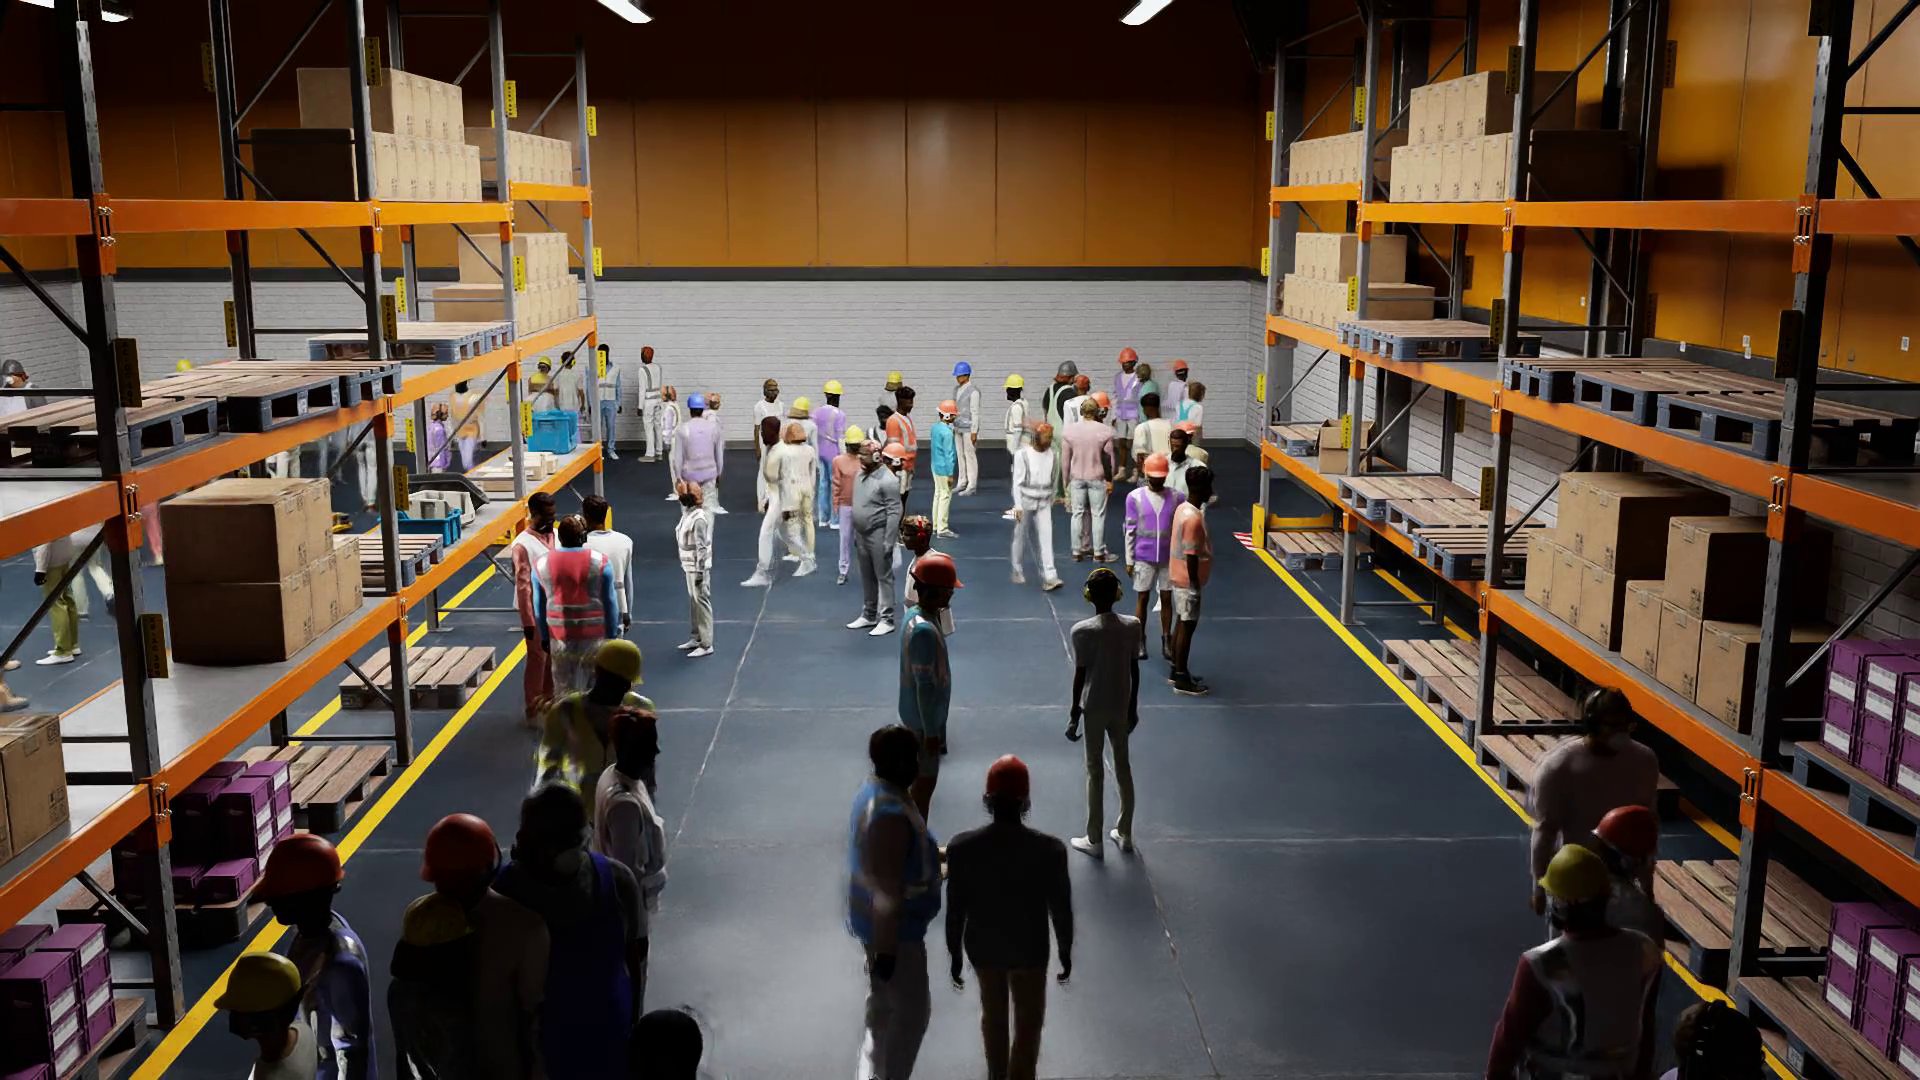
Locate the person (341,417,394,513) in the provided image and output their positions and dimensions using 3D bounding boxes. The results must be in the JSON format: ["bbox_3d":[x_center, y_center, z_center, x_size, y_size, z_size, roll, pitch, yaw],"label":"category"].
[{"bbox_3d":[-8.075,-1.350,22.745,0.656,1.902,0.707,-1,11,-6],"label":"person"}]

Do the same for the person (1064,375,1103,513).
[{"bbox_3d":[1.655,-1.290,22.499,0.572,1.883,0.354,-4,12,-18],"label":"person"}]

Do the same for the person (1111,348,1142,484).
[{"bbox_3d":[2.519,-1.864,24.978,0.615,2.038,0.395,10,15,40],"label":"person"}]

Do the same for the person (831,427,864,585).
[{"bbox_3d":[-1.143,-0.368,18.210,0.524,1.749,0.425,0,11,-1],"label":"person"}]

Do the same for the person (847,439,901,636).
[{"bbox_3d":[-0.849,-0.030,16.117,0.399,1.910,0.643,-8,14,-35],"label":"person"}]

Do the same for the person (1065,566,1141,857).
[{"bbox_3d":[0.909,1.093,10.602,0.520,1.864,0.333,-5,12,-23],"label":"person"}]

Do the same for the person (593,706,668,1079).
[{"bbox_3d":[-1.501,1.678,7.616,0.359,1.882,0.575,-3,12,-15],"label":"person"}]

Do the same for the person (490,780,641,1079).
[{"bbox_3d":[-1.473,1.877,6.221,0.683,2.000,0.537,-7,13,-31],"label":"person"}]

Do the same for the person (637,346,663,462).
[{"bbox_3d":[-5.067,-2.215,27.140,0.356,1.882,0.574,5,12,24],"label":"person"}]

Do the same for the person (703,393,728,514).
[{"bbox_3d":[-3.343,-1.174,22.532,0.307,1.640,0.513,-3,12,-16],"label":"person"}]

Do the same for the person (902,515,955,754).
[{"bbox_3d":[-0.241,0.712,12.588,0.393,1.836,0.561,-1,11,-7],"label":"person"}]

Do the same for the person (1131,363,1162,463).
[{"bbox_3d":[2.739,-1.600,24.023,0.518,1.903,0.647,4,12,18],"label":"person"}]

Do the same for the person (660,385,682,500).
[{"bbox_3d":[-4.075,-1.380,23.602,0.323,1.627,0.516,-1,11,-5],"label":"person"}]

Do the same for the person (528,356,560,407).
[{"bbox_3d":[-6.671,-2.078,26.779,0.534,1.757,0.337,-1,11,-4],"label":"person"}]

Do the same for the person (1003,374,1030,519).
[{"bbox_3d":[0.746,-1.240,22.133,0.370,1.928,0.585,2,11,10],"label":"person"}]

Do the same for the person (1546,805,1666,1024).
[{"bbox_3d":[2.710,1.901,6.879,0.738,1.719,0.582,-7,14,-33],"label":"person"}]

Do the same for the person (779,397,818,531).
[{"bbox_3d":[-2.075,-0.968,21.296,0.462,1.722,0.438,-4,12,-21],"label":"person"}]

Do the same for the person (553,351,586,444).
[{"bbox_3d":[-6.197,-2.064,26.411,0.520,1.873,0.335,1,11,3],"label":"person"}]

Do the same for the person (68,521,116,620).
[{"bbox_3d":[-8.748,-0.038,16.590,0.517,1.736,0.573,9,14,37],"label":"person"}]

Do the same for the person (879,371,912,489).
[{"bbox_3d":[-0.952,-1.601,24.409,0.484,1.744,0.295,5,12,23],"label":"person"}]

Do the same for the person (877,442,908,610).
[{"bbox_3d":[-0.735,-0.133,17.071,0.439,1.730,0.585,-2,11,-10],"label":"person"}]

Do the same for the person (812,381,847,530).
[{"bbox_3d":[-1.650,-1.090,21.411,0.403,1.918,0.588,-10,15,-42],"label":"person"}]

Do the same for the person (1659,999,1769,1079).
[{"bbox_3d":[2.065,2.216,4.773,0.355,1.938,0.636,7,13,30],"label":"person"}]

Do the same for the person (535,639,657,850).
[{"bbox_3d":[-1.956,1.431,8.868,0.703,1.877,0.490,-4,12,-21],"label":"person"}]

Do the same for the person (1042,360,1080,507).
[{"bbox_3d":[1.489,-1.483,23.068,0.536,2.000,0.688,-8,14,-35],"label":"person"}]

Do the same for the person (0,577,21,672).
[{"bbox_3d":[-8.715,0.273,14.766,0.507,1.842,0.351,6,13,29],"label":"person"}]

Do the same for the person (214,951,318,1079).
[{"bbox_3d":[-2.203,2.172,5.431,0.316,1.769,0.524,-3,12,-13],"label":"person"}]

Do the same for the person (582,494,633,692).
[{"bbox_3d":[-2.798,0.591,13.020,0.409,1.907,0.597,9,14,37],"label":"person"}]

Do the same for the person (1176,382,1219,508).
[{"bbox_3d":[3.151,-1.251,22.554,0.969,1.774,0.549,-10,15,-42],"label":"person"}]

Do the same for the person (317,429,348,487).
[{"bbox_3d":[-9.317,-1.639,24.581,0.454,1.753,0.525,5,12,23],"label":"person"}]

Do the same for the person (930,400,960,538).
[{"bbox_3d":[-0.175,-0.893,20.877,0.352,1.738,0.573,-4,12,-19],"label":"person"}]

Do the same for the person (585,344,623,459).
[{"bbox_3d":[-5.863,-2.275,27.352,0.599,1.916,0.374,-7,13,-30],"label":"person"}]
